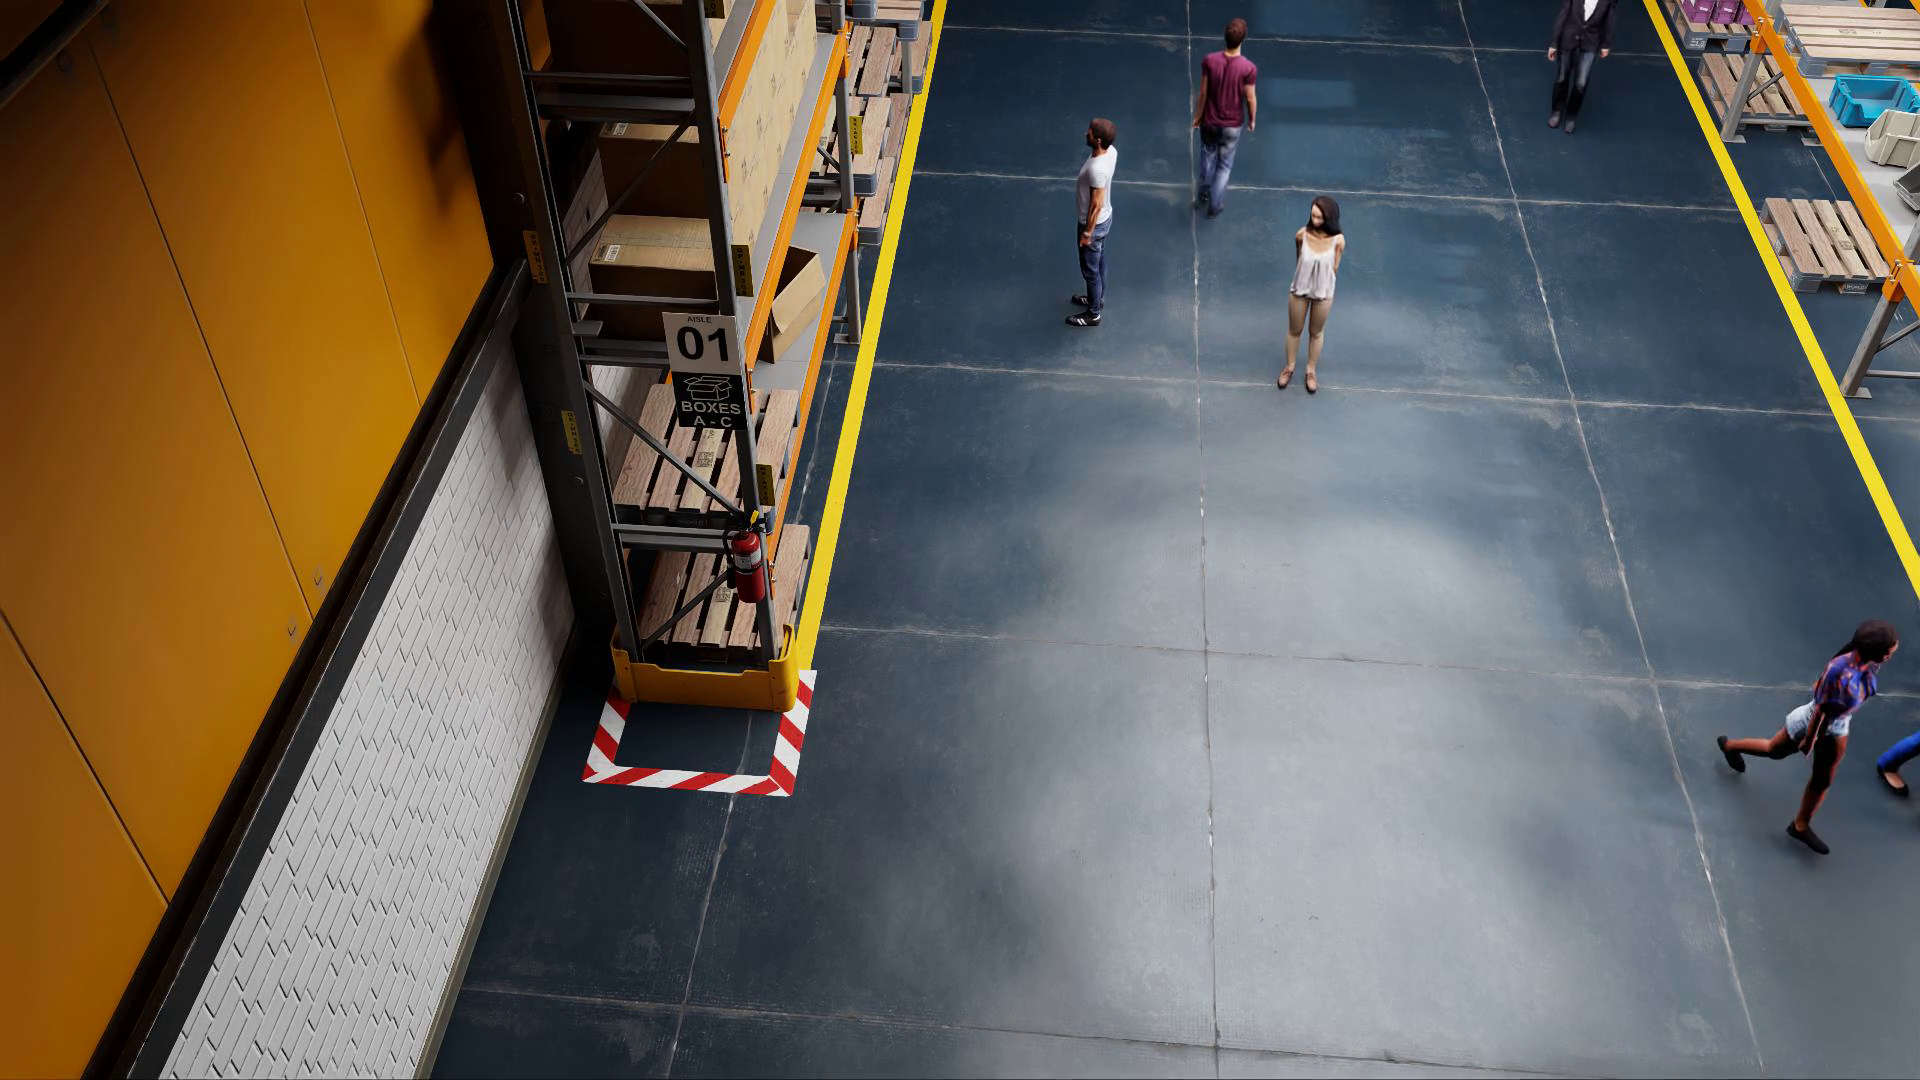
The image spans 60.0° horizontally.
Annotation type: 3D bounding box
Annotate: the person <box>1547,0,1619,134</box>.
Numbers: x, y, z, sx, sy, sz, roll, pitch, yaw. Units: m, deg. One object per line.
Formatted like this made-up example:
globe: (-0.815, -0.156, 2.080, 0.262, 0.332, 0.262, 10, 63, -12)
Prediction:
person: (5.968, -4.839, 15.987, 0.795, 1.789, 0.814, 19, 47, 19)

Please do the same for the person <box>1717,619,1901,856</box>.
person: (5.013, 1.041, 9.872, 0.997, 1.710, 1.214, -20, 47, -19)

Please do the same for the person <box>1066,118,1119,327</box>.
person: (1.109, -2.604, 13.585, 0.720, 1.866, 0.538, 10, 45, 11)

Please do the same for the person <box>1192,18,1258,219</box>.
person: (2.303, -3.689, 14.746, 0.794, 1.836, 0.834, 17, 46, 17)

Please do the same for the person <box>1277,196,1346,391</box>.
person: (2.766, -1.974, 13.078, 0.637, 1.654, 0.561, 4, 44, 4)
